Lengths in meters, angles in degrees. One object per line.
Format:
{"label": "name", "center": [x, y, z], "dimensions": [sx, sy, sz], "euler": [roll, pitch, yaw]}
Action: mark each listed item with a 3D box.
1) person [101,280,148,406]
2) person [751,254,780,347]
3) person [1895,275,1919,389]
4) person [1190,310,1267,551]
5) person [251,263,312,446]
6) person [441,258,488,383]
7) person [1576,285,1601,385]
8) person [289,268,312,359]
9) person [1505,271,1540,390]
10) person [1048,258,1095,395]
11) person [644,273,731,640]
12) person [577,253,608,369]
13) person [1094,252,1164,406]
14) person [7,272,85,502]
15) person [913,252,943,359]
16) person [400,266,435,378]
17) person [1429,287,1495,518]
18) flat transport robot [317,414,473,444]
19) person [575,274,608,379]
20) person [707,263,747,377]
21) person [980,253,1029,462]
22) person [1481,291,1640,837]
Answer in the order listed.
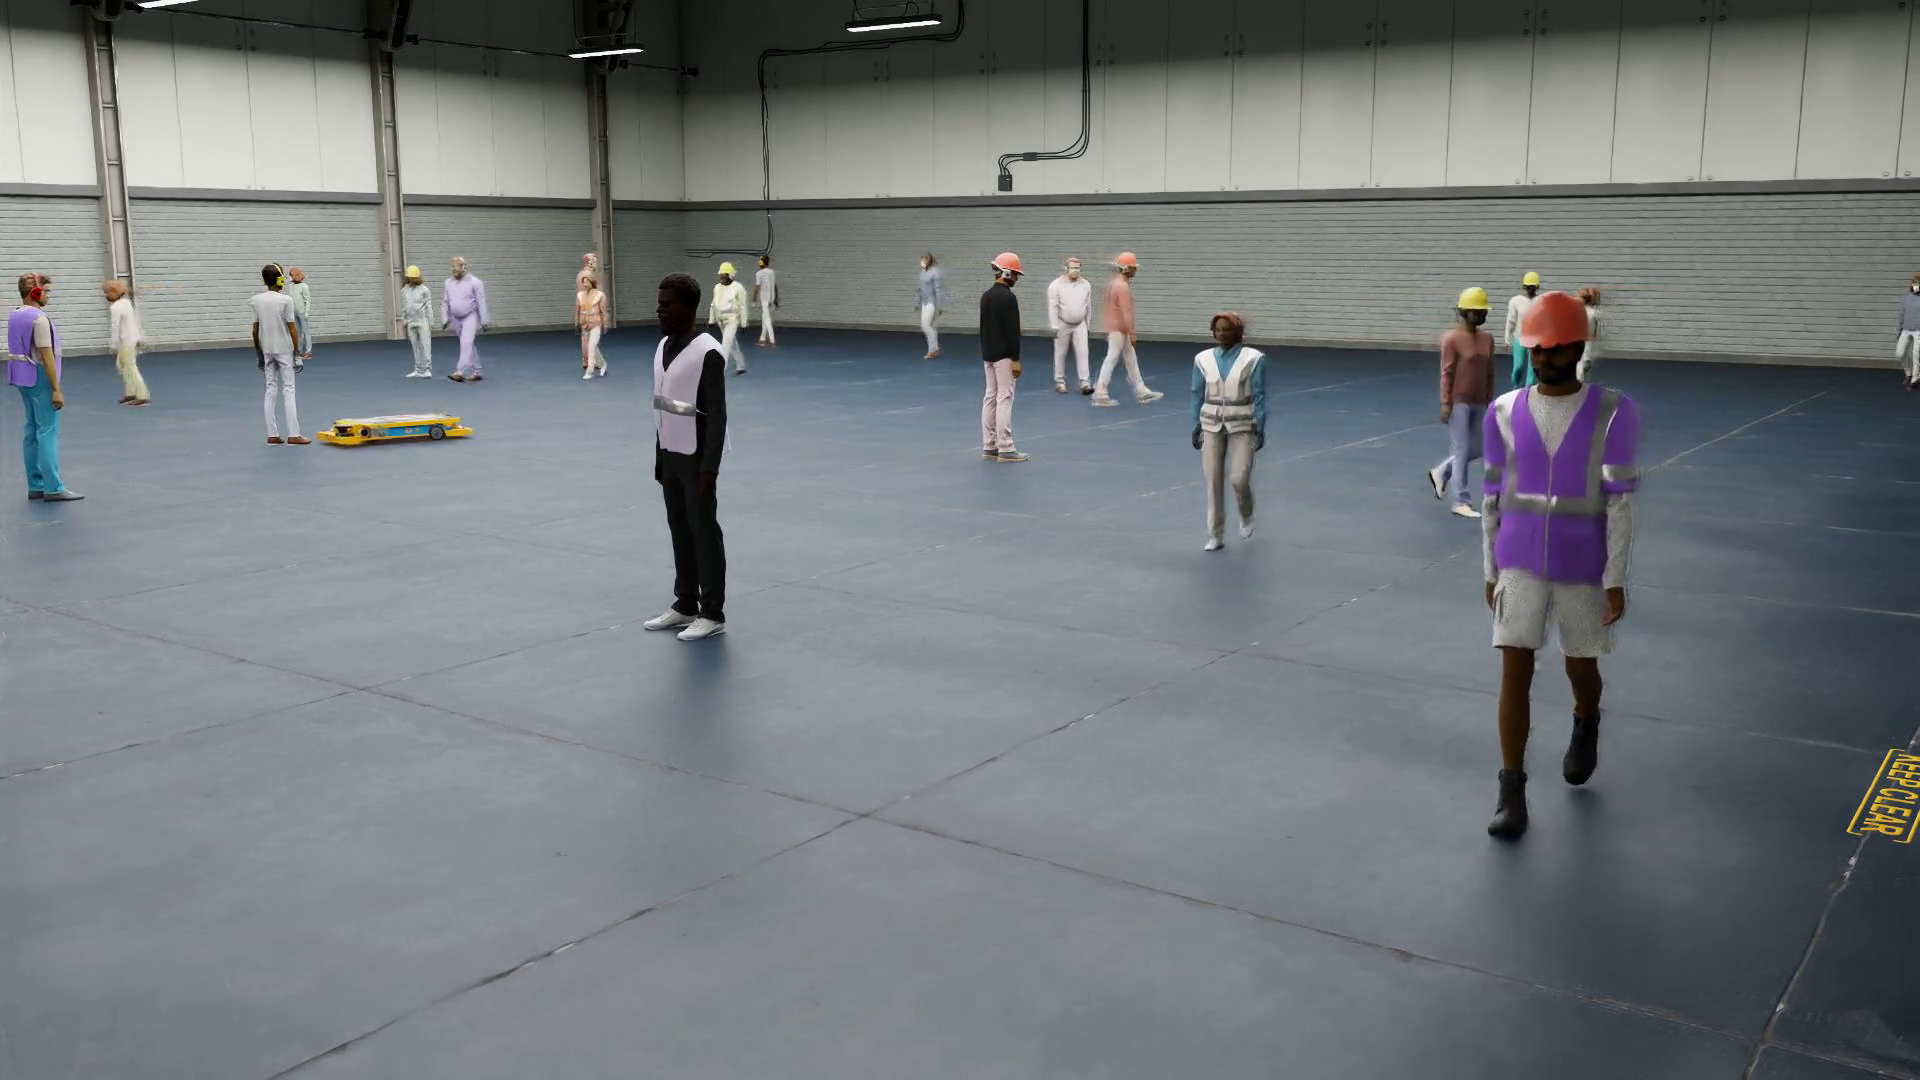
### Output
{"label": "person", "center": [-10.694, -2.508, 21.228], "dimensions": [0.558, 1.602, 0.571], "euler": [-1, 10, -7]}
{"label": "person", "center": [-3.984, -4.801, 33.435], "dimensions": [0.796, 1.837, 0.562], "euler": [8, 13, 37]}
{"label": "person", "center": [13.590, -2.953, 23.682], "dimensions": [0.348, 1.625, 0.517], "euler": [-6, 12, -30]}
{"label": "person", "center": [1.821, -0.741, 11.278], "dimensions": [0.534, 1.629, 0.418], "euler": [5, 11, 24]}
{"label": "person", "center": [-7.005, -1.900, 17.107], "dimensions": [0.520, 1.874, 0.327], "euler": [2, 10, 11]}
{"label": "person", "center": [-7.459, -3.277, 24.871], "dimensions": [0.645, 1.853, 0.991], "euler": [4, 11, 22]}
{"label": "person", "center": [6.972, -1.998, 18.355], "dimensions": [0.614, 1.625, 0.524], "euler": [3, 11, 16]}
{"label": "person", "center": [-11.922, -4.083, 29.996], "dimensions": [0.497, 1.633, 0.278], "euler": [6, 12, 29]}
{"label": "person", "center": [7.246, -2.568, 21.244], "dimensions": [0.531, 1.738, 0.577], "euler": [2, 10, 14]}
{"label": "person", "center": [1.535, -2.907, 22.766], "dimensions": [0.661, 1.869, 0.935], "euler": [-3, 10, -15]}
{"label": "person", "center": [-1.429, -0.439, 8.795], "dimensions": [0.392, 1.920, 0.589], "euler": [-8, 13, -39]}
{"label": "person", "center": [-6.088, -3.775, 27.509], "dimensions": [0.410, 1.910, 0.641], "euler": [-6, 12, -29]}
{"label": "person", "center": [2.167, -2.673, 21.212], "dimensions": [0.977, 1.946, 0.649], "euler": [0, 10, 2]}
{"label": "person", "center": [-7.427, -1.224, 13.401], "dimensions": [0.566, 1.842, 0.389], "euler": [8, 13, 37]}
{"label": "person", "center": [-0.582, -4.176, 29.732], "dimensions": [0.559, 1.921, 0.648], "euler": [-5, 11, -26]}
{"label": "person", "center": [-8.368, -3.353, 25.681], "dimensions": [0.602, 1.717, 0.543], "euler": [3, 10, 14]}
{"label": "person", "center": [3.839, -1.061, 12.750], "dimensions": [0.537, 1.750, 0.574], "euler": [-6, 12, -29]}
{"label": "flat transport robot", "center": [-5.969, -1.185, 17.584], "dimensions": [1.431, 0.197, 0.652], "euler": [-9, 13, -40]}
{"label": "person", "center": [-5.673, -3.303, 25.707], "dimensions": [0.524, 1.608, 0.773], "euler": [4, 11, 20]}
{"label": "person", "center": [-3.584, -3.373, 25.629], "dimensions": [0.588, 1.783, 0.976], "euler": [8, 13, 38]}
{"label": "person", "center": [0.417, -1.741, 15.901], "dimensions": [0.397, 1.984, 0.608], "euler": [-5, 11, -26]}
{"label": "person", "center": [2.147, 0.061, 6.002], "dimensions": [0.545, 1.916, 0.840], "euler": [6, 12, 28]}
